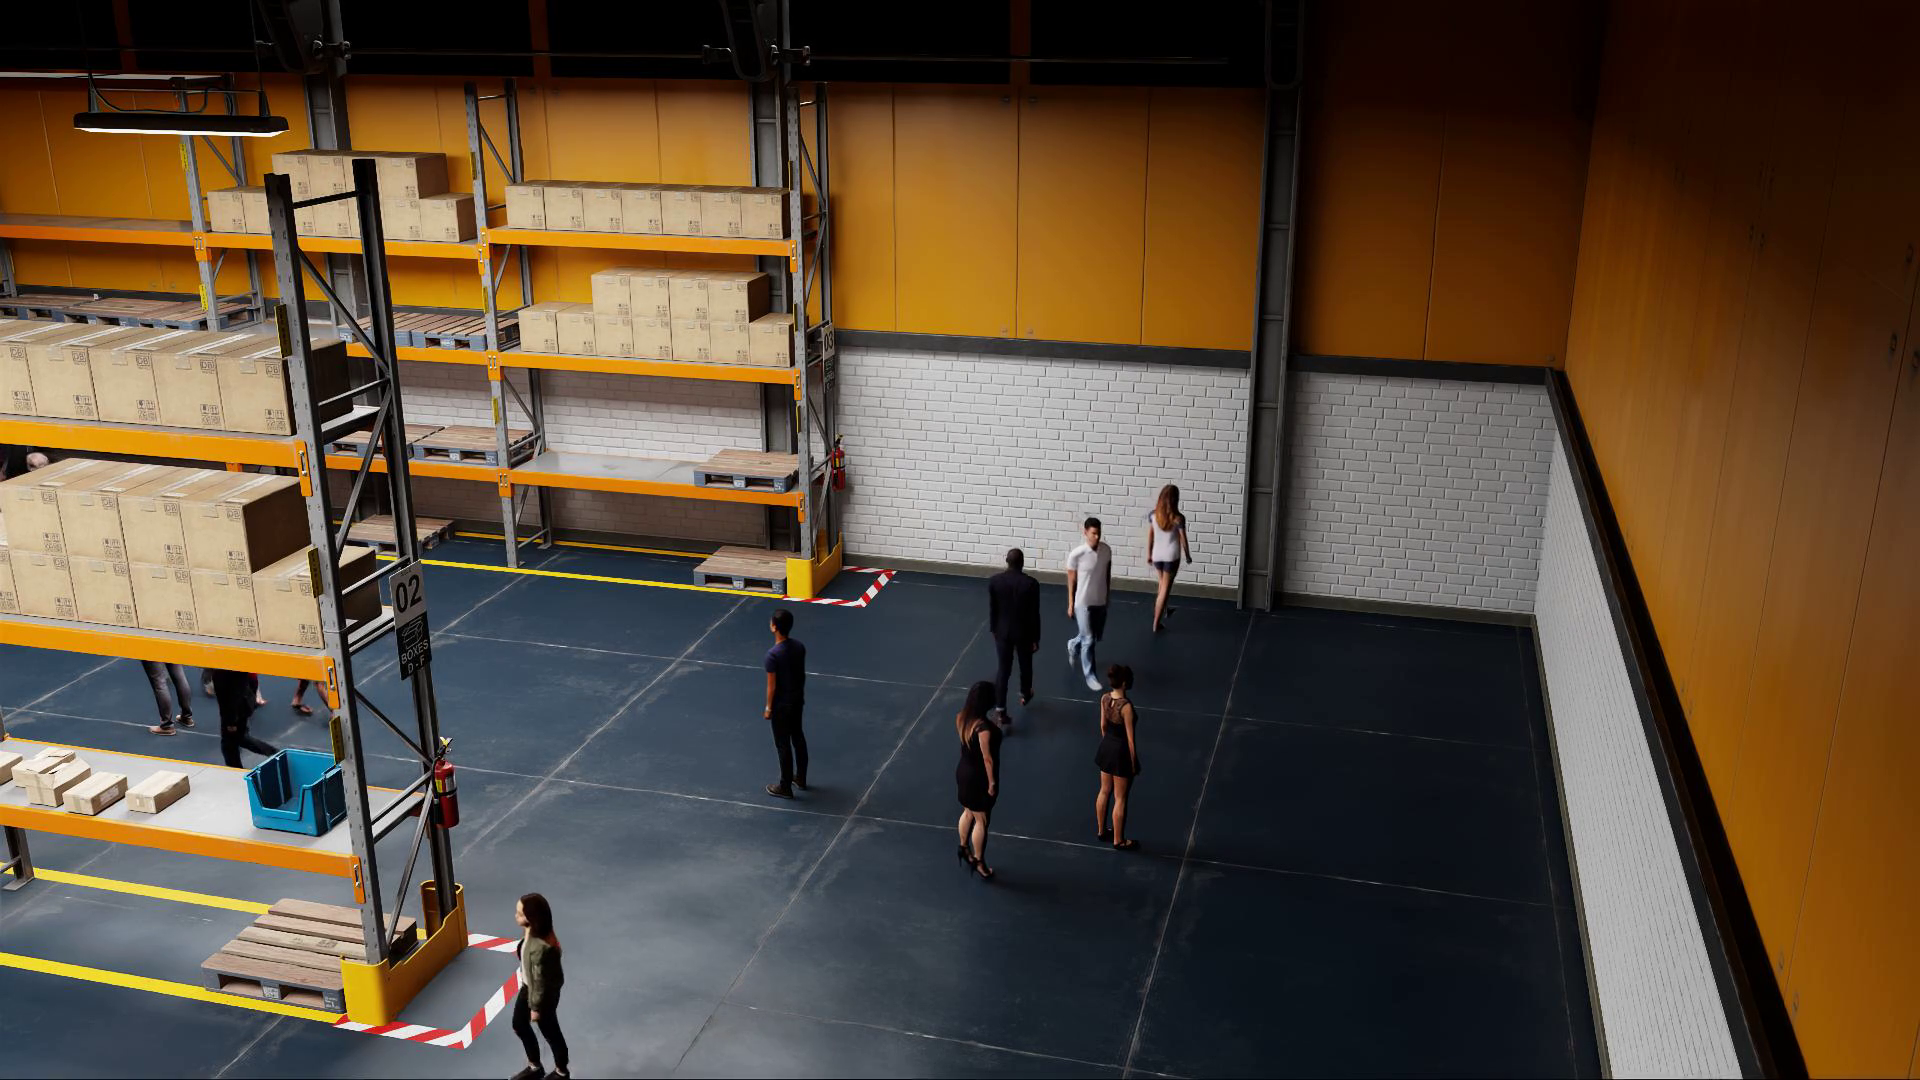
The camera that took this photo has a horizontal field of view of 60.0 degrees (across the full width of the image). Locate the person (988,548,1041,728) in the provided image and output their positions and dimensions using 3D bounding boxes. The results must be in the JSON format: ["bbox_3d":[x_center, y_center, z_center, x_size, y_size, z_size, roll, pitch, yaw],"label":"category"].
[{"bbox_3d":[0.500,1.006,16.535,1.113,1.770,0.759,5,19,15],"label":"person"}]

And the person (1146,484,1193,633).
[{"bbox_3d":[2.309,0.234,18.931,0.917,1.704,0.877,15,24,37],"label":"person"}]

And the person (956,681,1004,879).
[{"bbox_3d":[0.139,1.972,13.756,0.803,1.713,0.749,-9,21,-26],"label":"person"}]

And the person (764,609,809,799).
[{"bbox_3d":[-1.572,1.471,15.118,0.661,1.793,0.709,13,23,34],"label":"person"}]

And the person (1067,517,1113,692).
[{"bbox_3d":[1.333,0.629,17.563,1.141,1.828,1.178,-10,21,-26],"label":"person"}]

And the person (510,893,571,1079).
[{"bbox_3d":[-2.730,2.998,11.091,0.790,1.470,0.734,-9,21,-26],"label":"person"}]

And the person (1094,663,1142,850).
[{"bbox_3d":[1.347,1.830,14.235,0.739,1.675,0.673,-12,22,-31],"label":"person"}]
